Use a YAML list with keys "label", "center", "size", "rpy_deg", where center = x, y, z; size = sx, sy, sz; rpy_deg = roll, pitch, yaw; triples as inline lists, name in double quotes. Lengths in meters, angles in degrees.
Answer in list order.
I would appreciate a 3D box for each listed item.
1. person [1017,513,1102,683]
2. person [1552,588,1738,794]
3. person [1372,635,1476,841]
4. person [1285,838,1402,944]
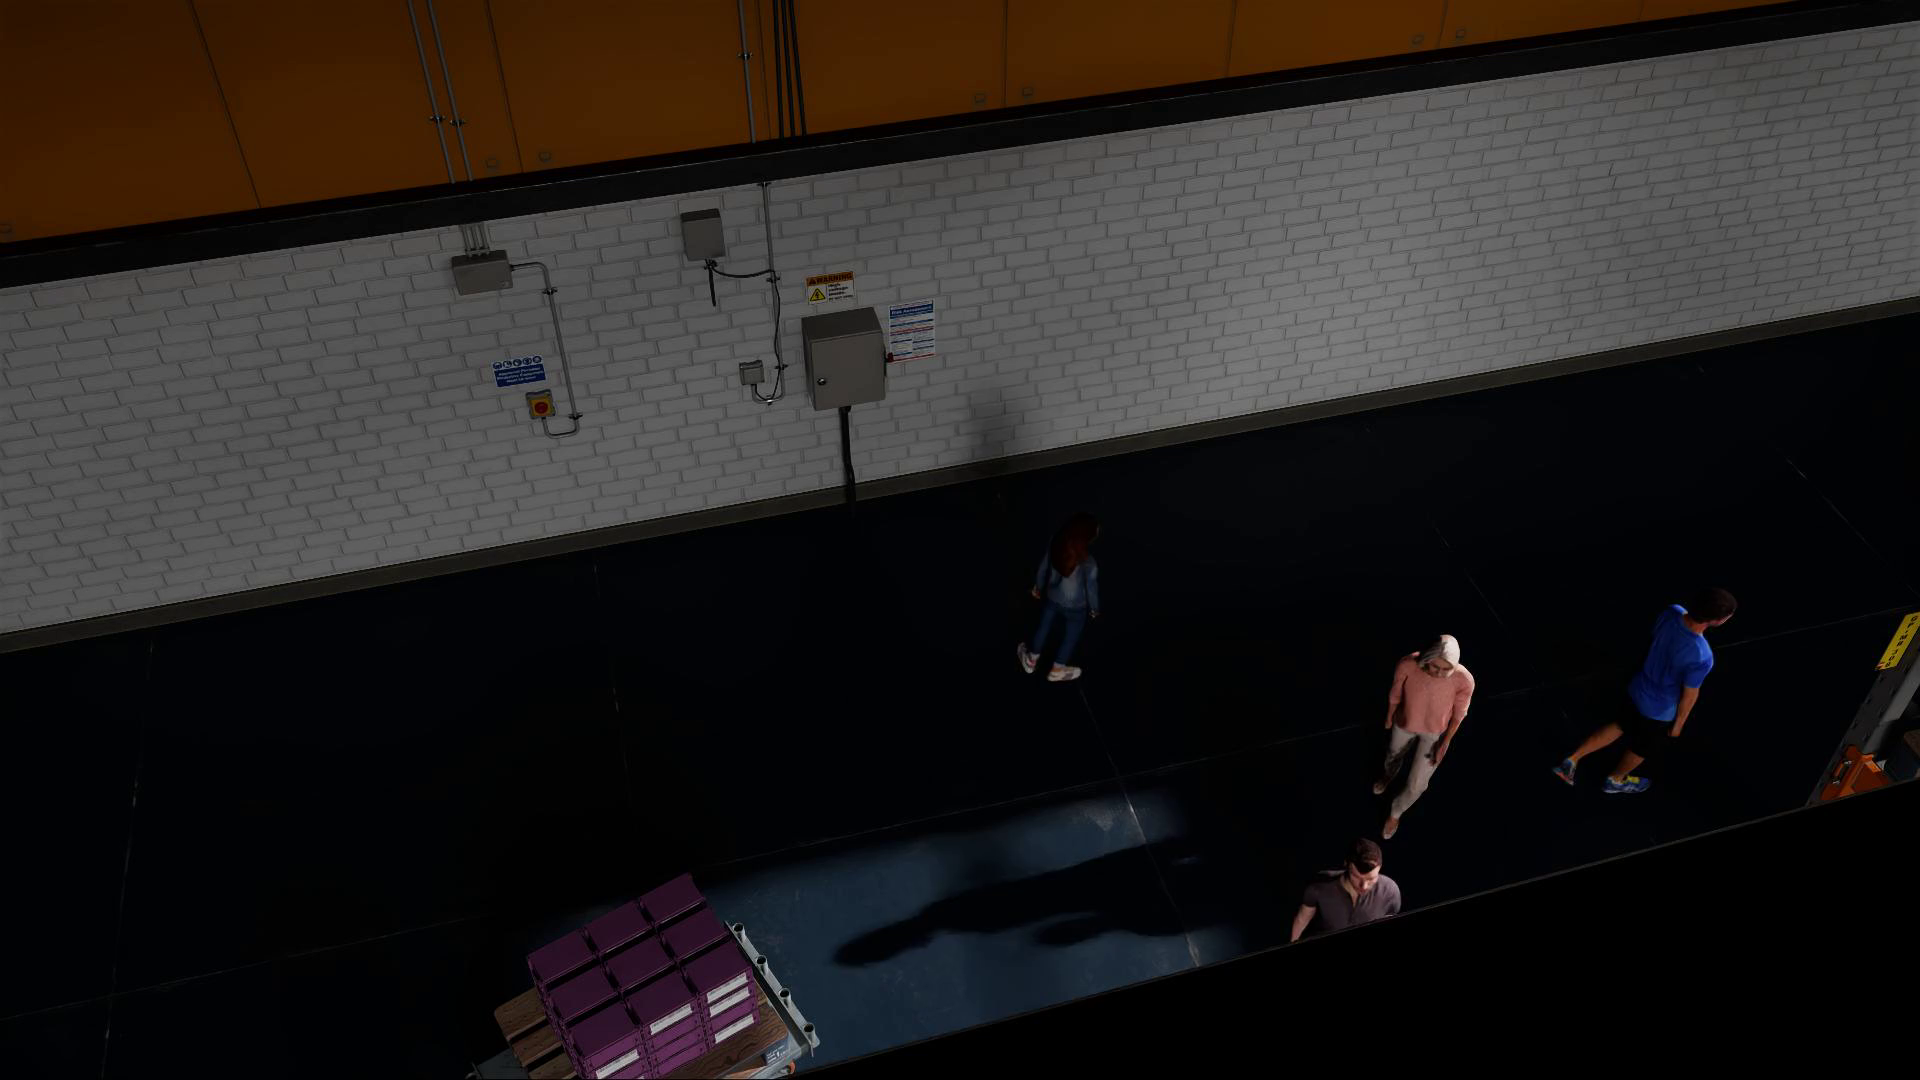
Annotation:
- label: "person"
  center: [0.625, 0.376, 10.635]
  size: [0.704, 1.458, 0.840]
  rpy_deg: [21, 47, 20]
- label: "person"
  center: [3.989, 0.958, 9.747]
  size: [0.703, 1.841, 0.874]
  rpy_deg: [-11, 45, -12]
- label: "person"
  center: [2.739, 1.057, 9.763]
  size: [0.864, 1.675, 0.938]
  rpy_deg: [23, 48, 22]
- label: "person"
  center: [1.948, 2.066, 8.614]
  size: [0.915, 1.800, 1.244]
  rpy_deg: [2, 44, 2]
